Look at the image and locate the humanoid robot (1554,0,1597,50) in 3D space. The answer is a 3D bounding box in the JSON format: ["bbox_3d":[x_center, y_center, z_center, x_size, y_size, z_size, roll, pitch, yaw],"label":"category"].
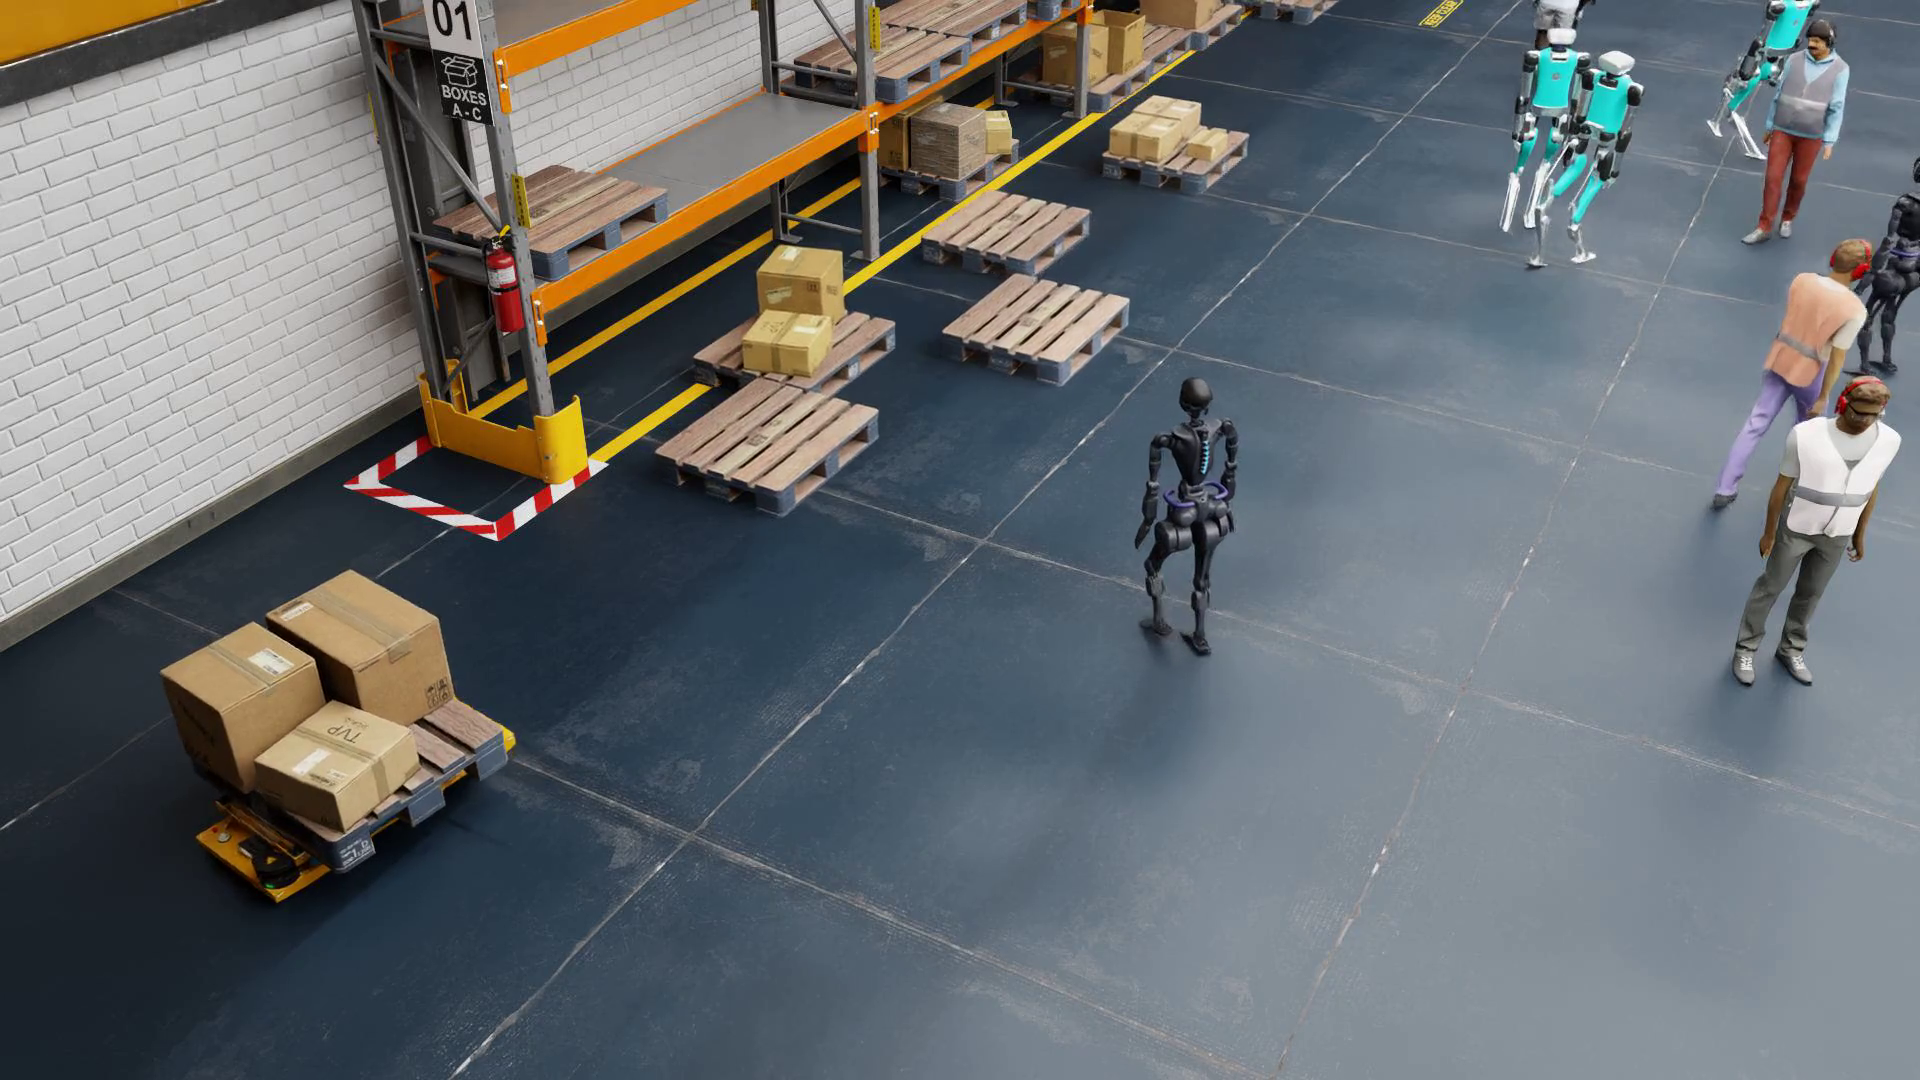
[{"bbox_3d":[6.594,-5.926,17.857,0.584,1.645,0.441,-1,33,-1],"label":"humanoid robot"}]

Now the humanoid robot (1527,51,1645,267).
[{"bbox_3d":[4.940,-2.976,13.339,0.880,1.785,0.552,-23,40,-30],"label":"humanoid robot"}]

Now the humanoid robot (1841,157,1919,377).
[{"bbox_3d":[6.666,-1.944,11.812,0.589,1.643,0.325,-18,37,-25],"label":"humanoid robot"}]

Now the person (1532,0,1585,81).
[{"bbox_3d":[6.225,-5.569,17.311,0.578,1.658,0.541,23,40,30],"label":"person"}]

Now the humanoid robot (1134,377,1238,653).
[{"bbox_3d":[1.253,-0.141,9.081,0.588,1.646,0.451,-13,36,-19],"label":"humanoid robot"}]

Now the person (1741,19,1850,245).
[{"bbox_3d":[6.986,-3.377,13.815,0.600,1.852,0.616,22,39,29],"label":"person"}]

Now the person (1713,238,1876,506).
[{"bbox_3d":[5.237,-1.030,10.333,0.998,1.785,0.589,-14,36,-21],"label":"person"}]

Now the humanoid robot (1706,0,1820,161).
[{"bbox_3d":[7.408,-4.493,15.674,0.544,1.757,1.040,-11,35,-16],"label":"humanoid robot"}]

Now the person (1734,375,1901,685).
[{"bbox_3d":[4.523,-0.056,8.807,0.565,1.841,0.390,0,33,0],"label":"person"}]

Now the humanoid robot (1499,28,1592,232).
[{"bbox_3d":[4.921,-3.472,14.100,0.540,1.838,0.668,6,34,9],"label":"humanoid robot"}]

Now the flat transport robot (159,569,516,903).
[{"bbox_3d":[-3.000,1.209,8.319,0.659,0.231,1.431,23,40,30],"label":"flat transport robot"}]
